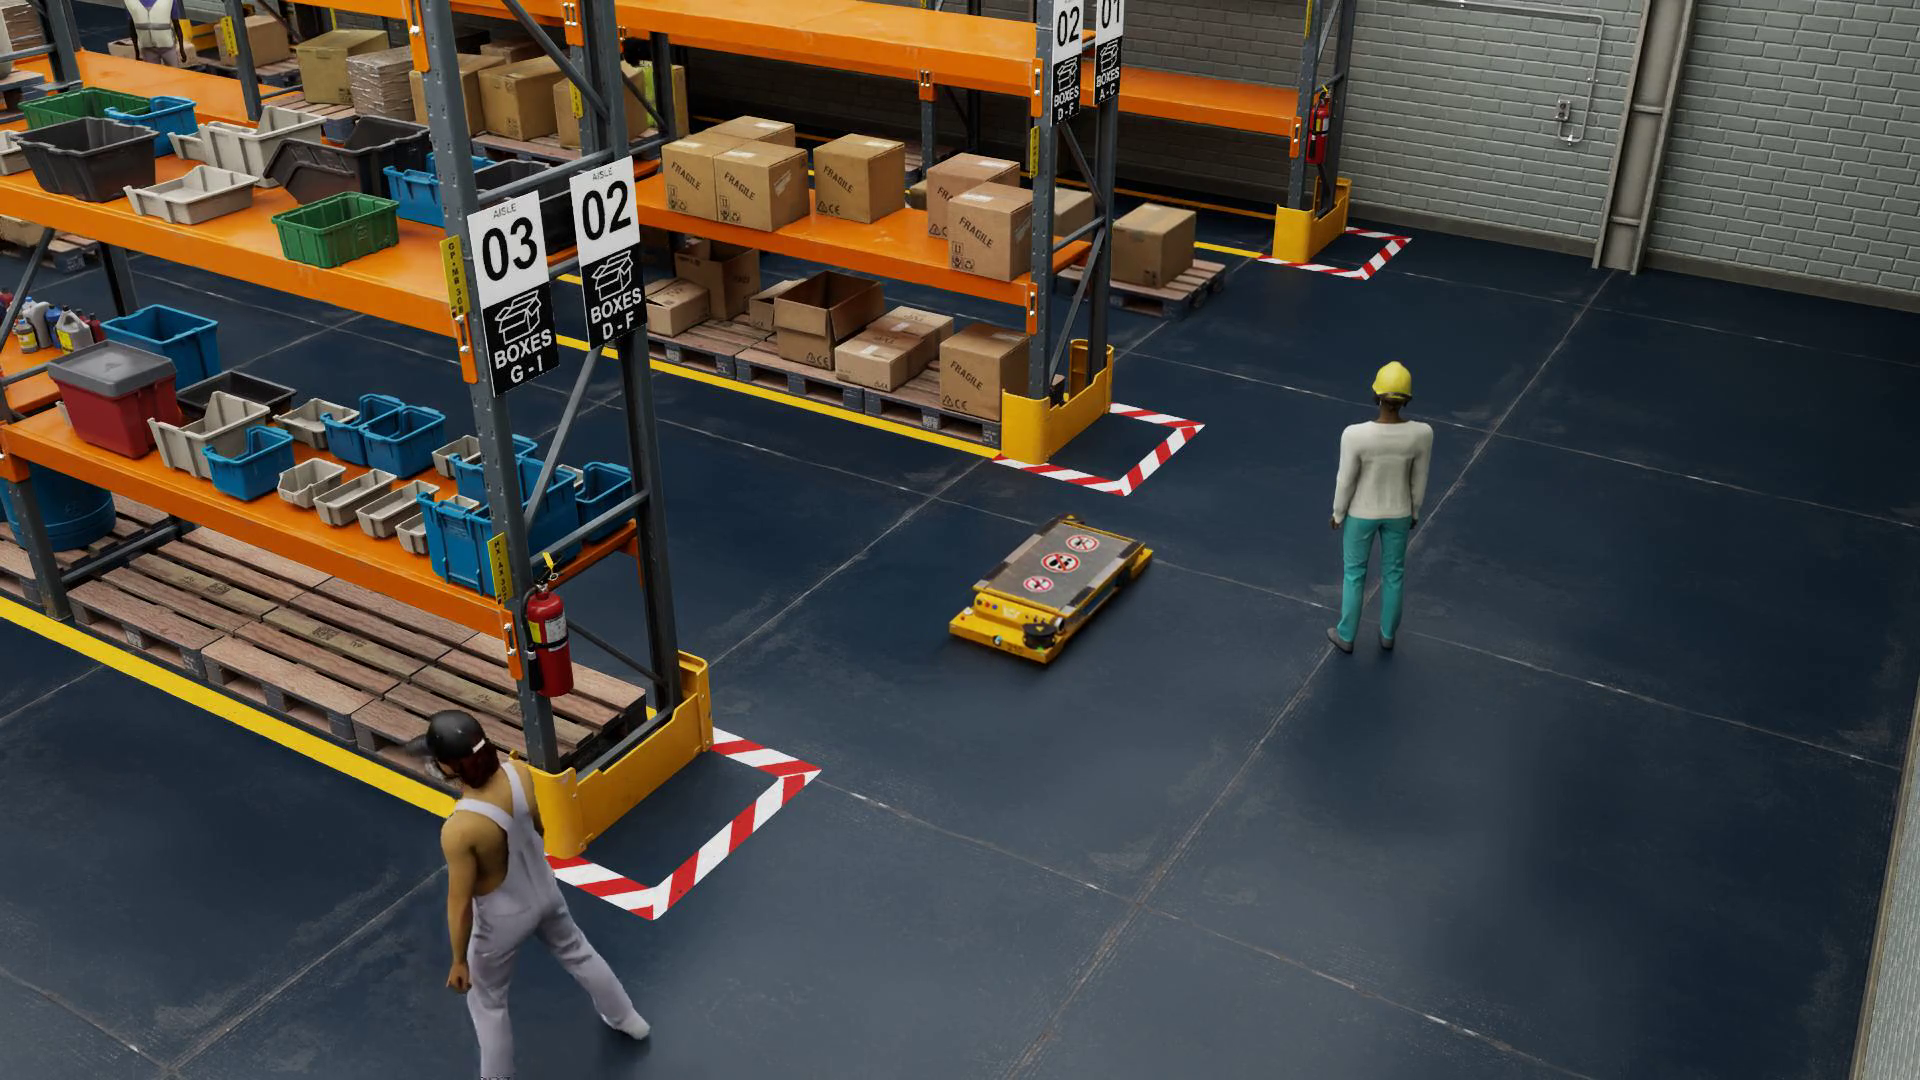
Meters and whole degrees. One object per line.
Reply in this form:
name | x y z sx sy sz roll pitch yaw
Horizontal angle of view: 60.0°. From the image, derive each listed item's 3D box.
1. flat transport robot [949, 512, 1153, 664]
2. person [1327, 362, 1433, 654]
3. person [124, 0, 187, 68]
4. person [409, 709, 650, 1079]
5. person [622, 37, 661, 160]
flat transport robot | 0.582 0.267 10.155 0.659 0.231 1.431 16 33 27
person | 2.350 -0.166 9.393 0.524 1.768 0.326 -2 29 -3
person | -9.232 -5.672 19.191 0.562 1.847 0.390 -6 30 -11
person | -1.732 1.414 6.495 0.550 1.839 0.730 15 32 25
person | -3.224 -4.244 16.821 0.891 1.649 0.540 18 34 29
